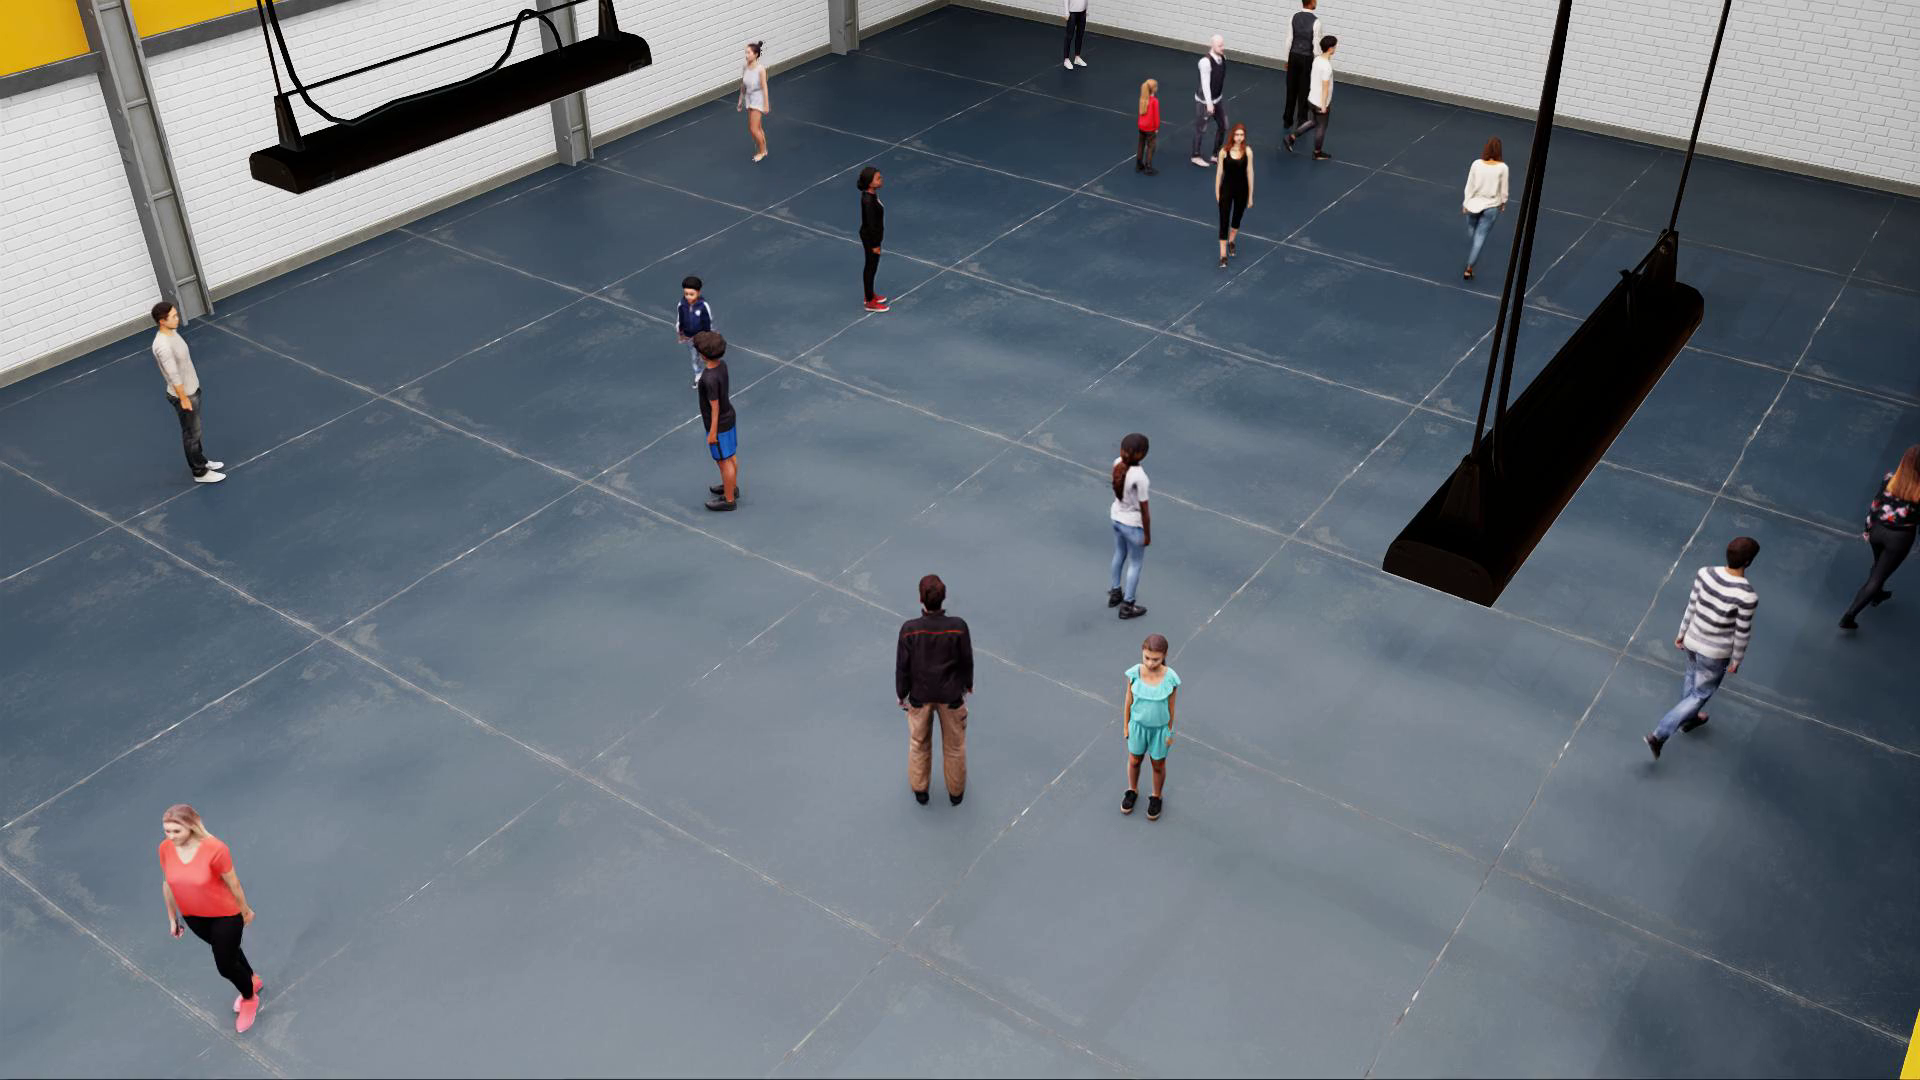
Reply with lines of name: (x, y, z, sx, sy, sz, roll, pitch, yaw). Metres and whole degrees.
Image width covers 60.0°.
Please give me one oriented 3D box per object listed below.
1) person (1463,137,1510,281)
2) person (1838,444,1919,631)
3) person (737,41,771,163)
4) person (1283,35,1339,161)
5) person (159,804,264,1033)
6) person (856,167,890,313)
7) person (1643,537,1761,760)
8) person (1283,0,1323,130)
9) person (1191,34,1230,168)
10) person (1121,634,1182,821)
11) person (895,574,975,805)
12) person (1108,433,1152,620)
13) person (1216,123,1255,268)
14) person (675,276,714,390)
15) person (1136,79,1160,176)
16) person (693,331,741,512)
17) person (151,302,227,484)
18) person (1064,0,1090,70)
person: (6.078, -3.830, 19.392, 0.652, 1.642, 1.066, 19, 38, 26)
person: (7.579, 0.014, 13.606, 1.164, 1.644, 0.872, -19, 38, -26)
person: (-2.732, -5.994, 22.689, 0.651, 1.596, 0.618, -28, 43, -35)
person: (4.805, -5.987, 22.578, 1.018, 1.707, 0.964, -4, 34, -7)
person: (-4.552, 2.228, 10.247, 0.725, 1.676, 0.780, 5, 34, 8)
person: (-1.002, -3.394, 18.707, 0.744, 1.674, 0.670, -3, 34, -4)
person: (5.437, 0.812, 12.244, 1.214, 1.823, 0.975, -17, 37, -23)
person: (4.846, -6.793, 23.600, 0.692, 1.918, 0.587, 23, 40, 31)
person: (3.283, -5.902, 22.366, 0.814, 1.800, 0.775, 28, 42, 35)
person: (1.349, 1.298, 11.752, 0.608, 1.558, 0.617, 9, 35, 13)
person: (-0.173, 1.082, 11.748, 0.811, 1.923, 0.834, 0, 34, 0)
person: (1.386, -0.135, 13.761, 0.688, 1.722, 0.673, -18, 38, -25)
person: (3.273, -4.160, 19.844, 0.949, 1.691, 1.154, 2, 34, 2)
person: (-2.736, -2.184, 17.302, 0.621, 1.214, 0.683, 7, 34, 10)
person: (2.519, -5.539, 22.289, 0.577, 1.282, 0.563, -24, 40, -31)
person: (-2.181, -1.094, 15.137, 0.759, 1.794, 0.660, 3, 34, 5)
person: (-7.288, -1.389, 15.570, 0.758, 1.807, 0.737, -11, 35, -16)
person: (1.813, -8.266, 26.014, 0.613, 1.699, 0.748, -22, 39, -29)
